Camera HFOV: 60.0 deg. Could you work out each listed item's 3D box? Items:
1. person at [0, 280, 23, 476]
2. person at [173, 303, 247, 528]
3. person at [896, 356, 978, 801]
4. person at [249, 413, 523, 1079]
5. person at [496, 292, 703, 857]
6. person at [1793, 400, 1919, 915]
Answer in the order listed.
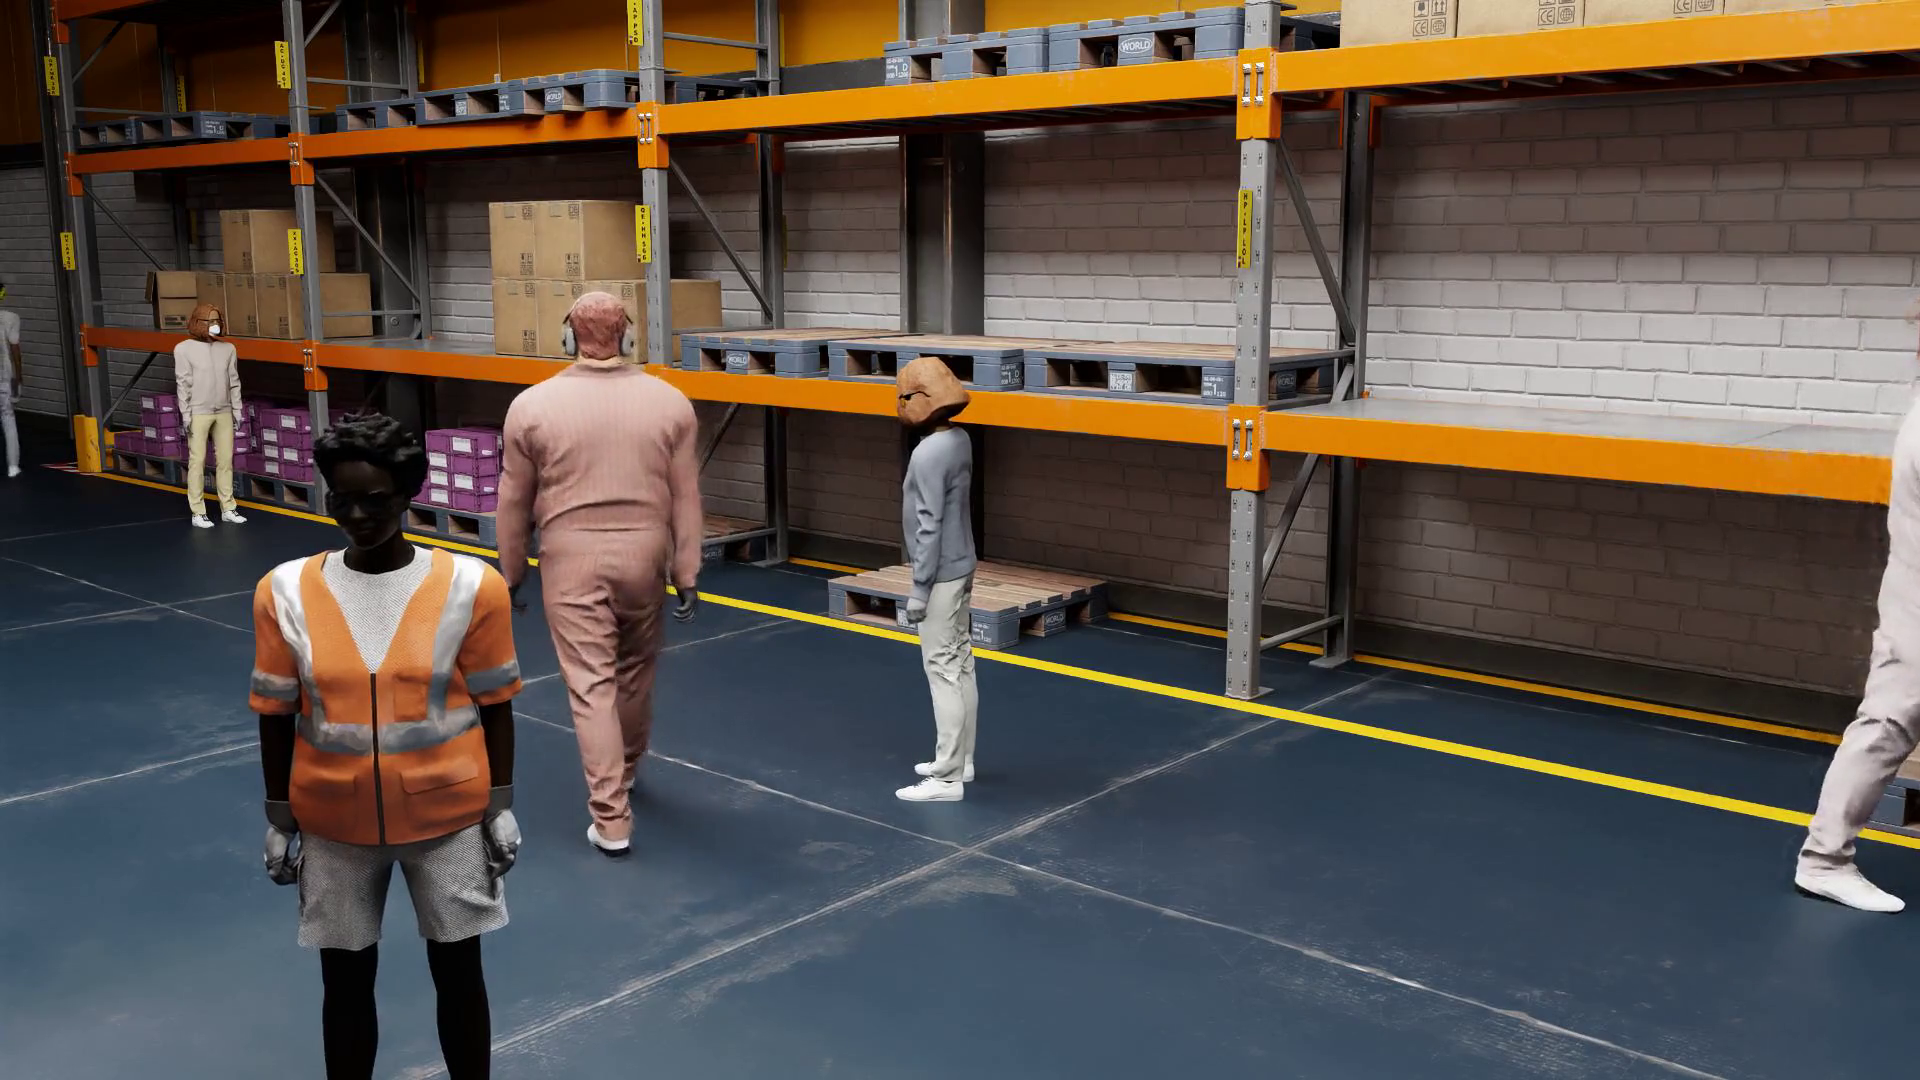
[{"bbox_3d":[-8.380,-1.397,14.410,0.503,1.819,1.011,-5,11,-26],"label":"person"},{"bbox_3d":[-5.464,-0.907,12.131,0.277,1.629,0.497,6,12,33],"label":"person"},{"bbox_3d":[-0.087,0.145,6.111,0.285,1.633,0.498,3,10,15],"label":"person"},{"bbox_3d":[-1.181,0.579,3.462,0.541,1.696,0.316,-2,10,-10],"label":"person"},{"bbox_3d":[-1.265,0.085,5.779,0.668,1.862,0.950,-4,11,-22],"label":"person"},{"bbox_3d":[3.021,0.244,4.880,0.969,1.856,0.679,6,12,31],"label":"person"}]
